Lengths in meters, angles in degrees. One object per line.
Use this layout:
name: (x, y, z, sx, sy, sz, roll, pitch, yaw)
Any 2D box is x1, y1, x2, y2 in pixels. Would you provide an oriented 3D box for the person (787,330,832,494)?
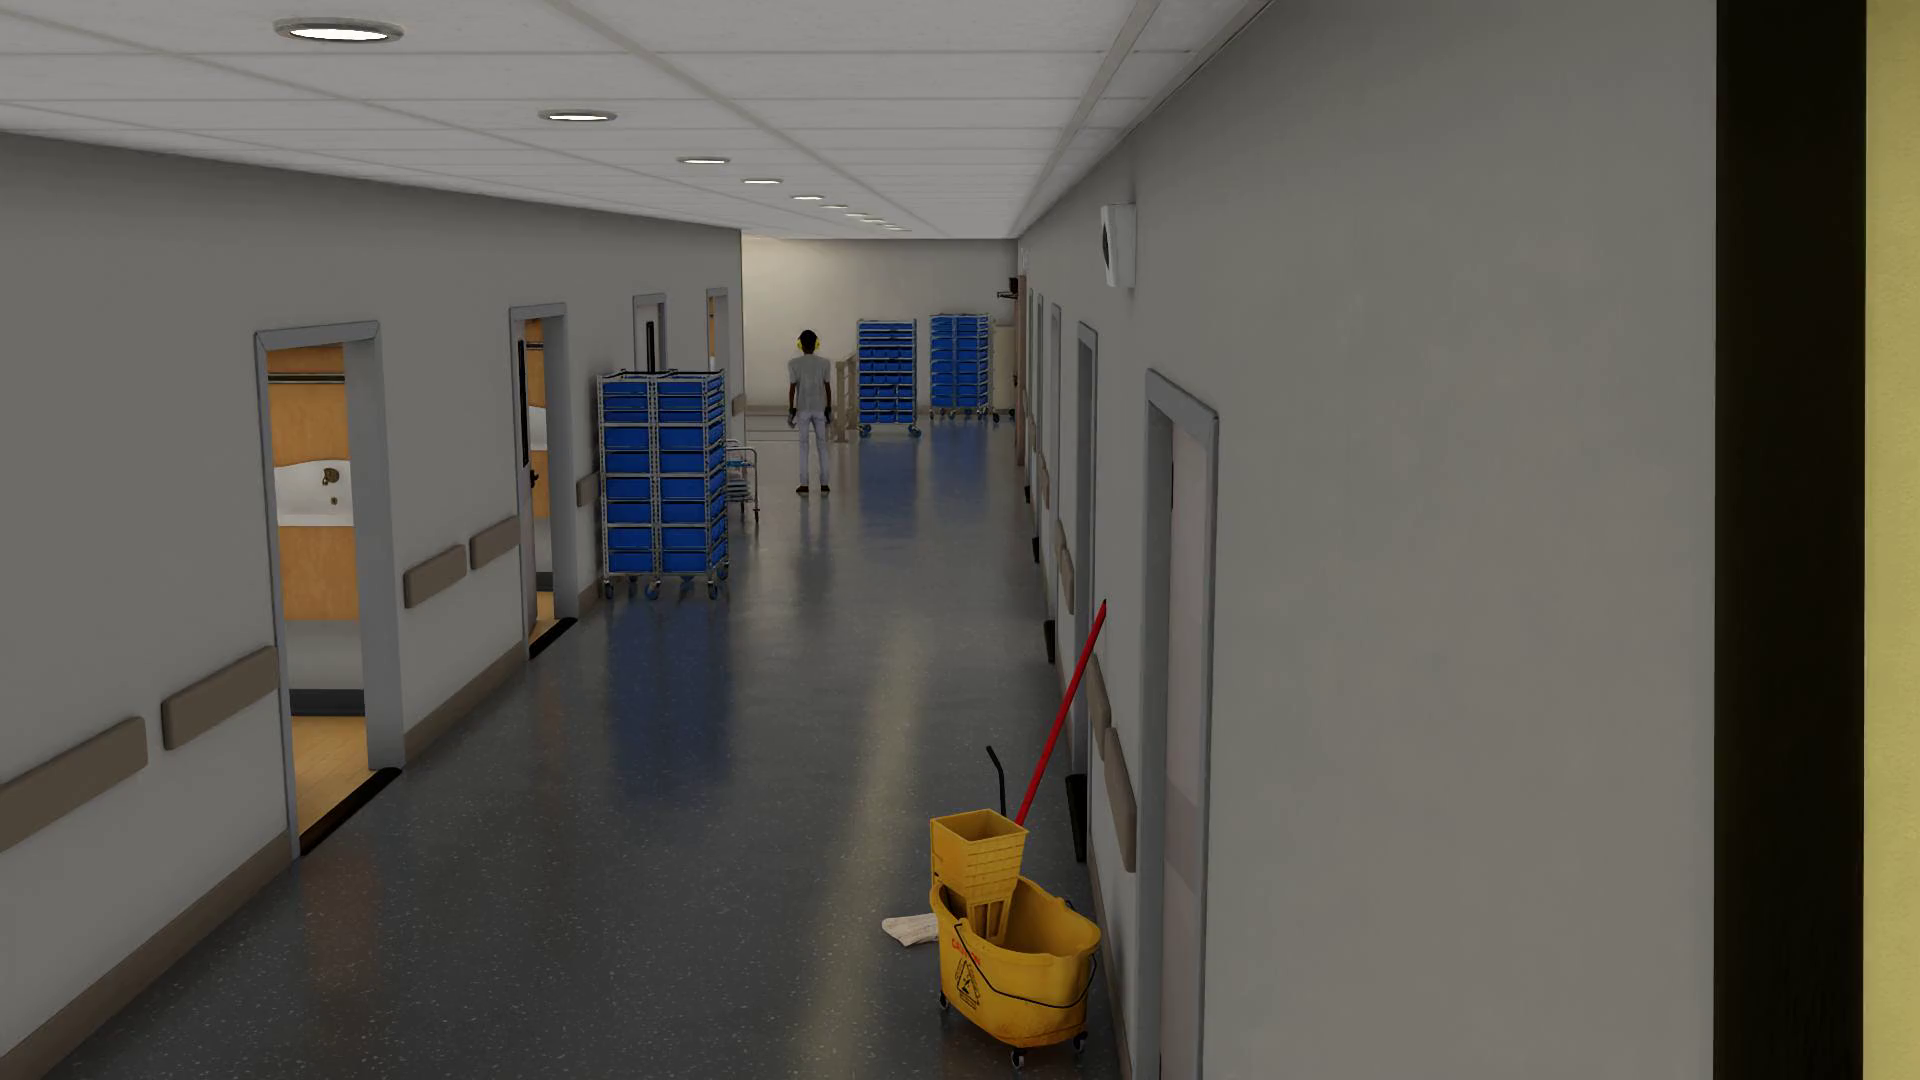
person: (-1.709, -1.449, 18.881, 0.521, 1.865, 0.336, -2, 10, -14)
